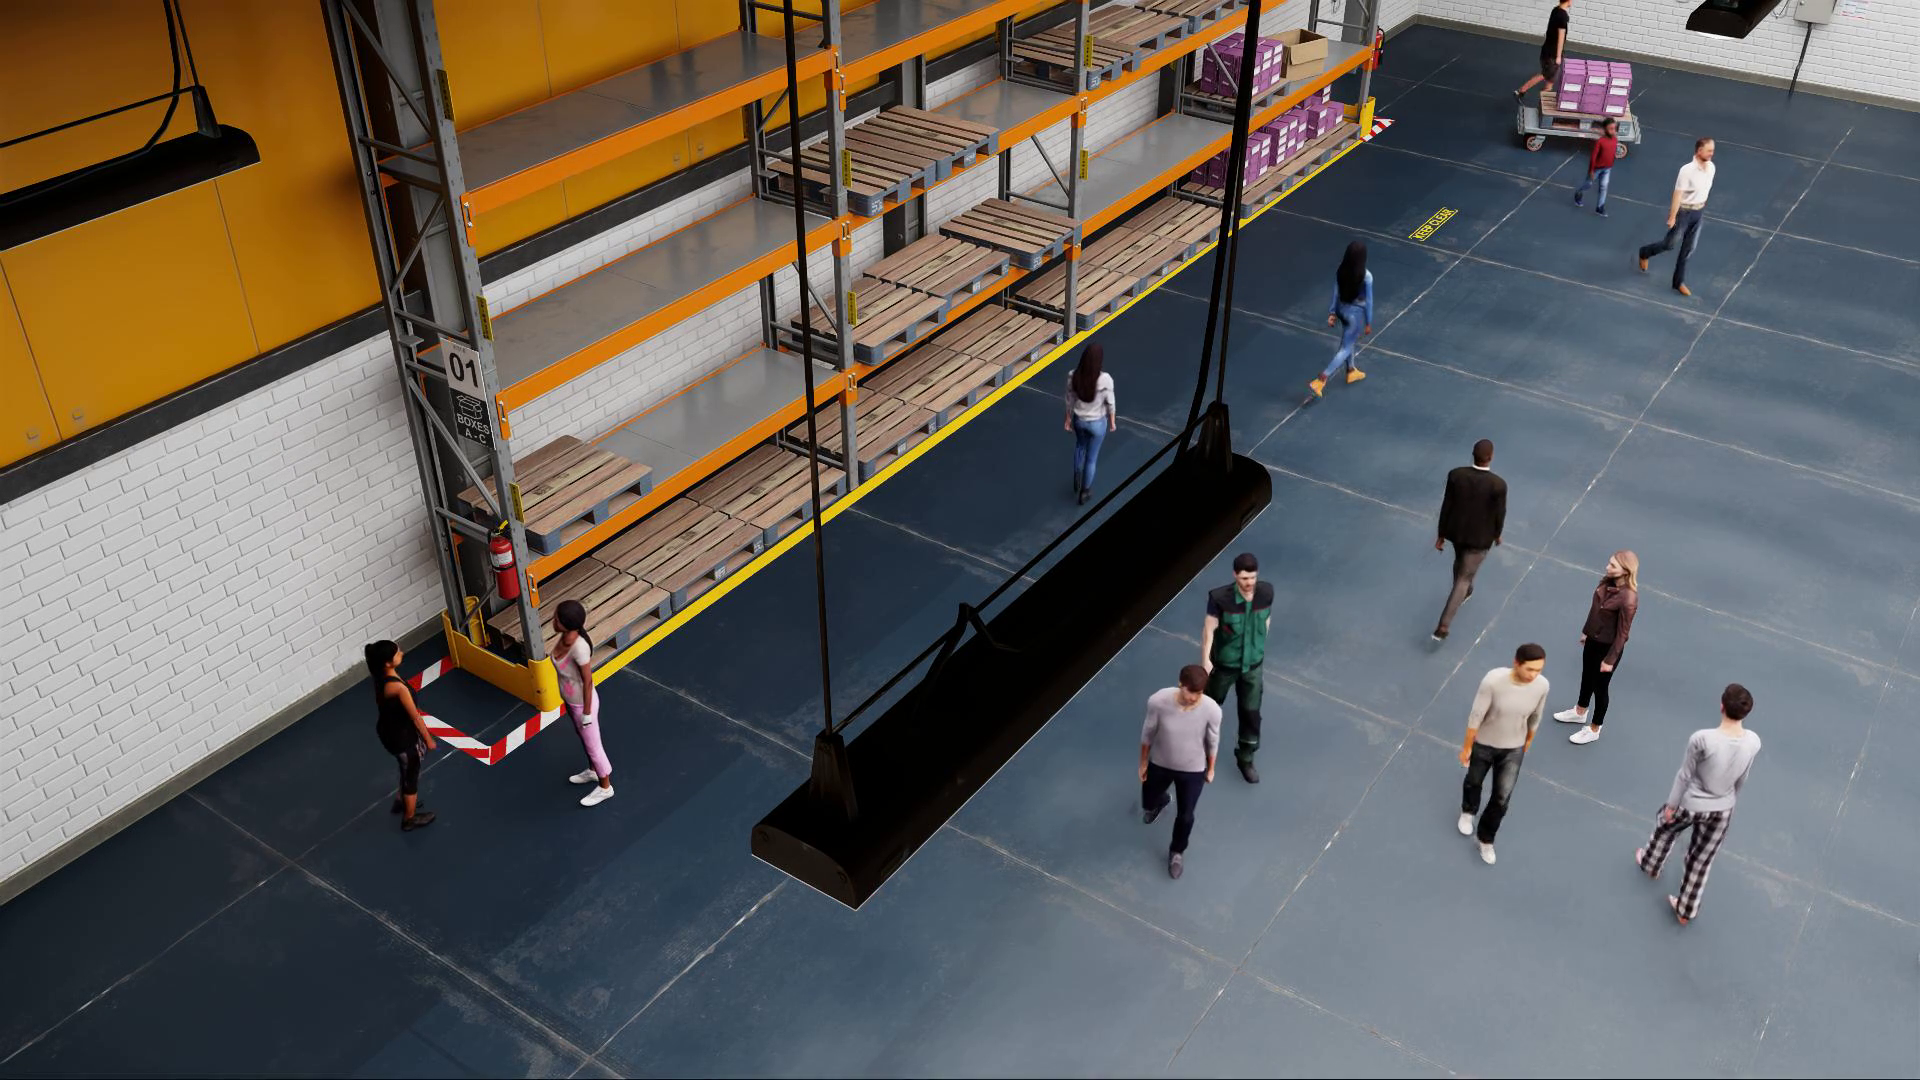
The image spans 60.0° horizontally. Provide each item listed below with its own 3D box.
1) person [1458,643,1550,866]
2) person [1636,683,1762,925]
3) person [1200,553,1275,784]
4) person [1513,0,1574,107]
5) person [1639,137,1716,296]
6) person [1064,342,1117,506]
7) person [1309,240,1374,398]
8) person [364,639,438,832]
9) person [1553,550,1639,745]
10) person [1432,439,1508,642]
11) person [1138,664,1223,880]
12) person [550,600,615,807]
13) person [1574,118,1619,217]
[{"bbox_3d":[3.774,1.358,11.716,0.858,1.777,0.950,8,34,12],"label":"person"},{"bbox_3d":[4.948,1.804,11.000,0.947,1.826,1.065,2,34,2],"label":"person"},{"bbox_3d":[2.015,0.836,12.423,1.226,1.864,1.240,-9,35,-13],"label":"person"},{"bbox_3d":[8.647,-7.198,24.529,1.035,1.843,1.035,1,34,1],"label":"person"},{"bbox_3d":[8.455,-3.859,19.512,1.154,1.834,1.109,-12,36,-18],"label":"person"},{"bbox_3d":[1.180,-1.039,15.468,0.652,1.615,0.637,15,36,21],"label":"person"},{"bbox_3d":[3.989,-2.256,17.245,1.240,1.676,0.861,-22,40,-30],"label":"person"},{"bbox_3d":[-4.026,1.406,11.757,0.672,1.651,0.658,-23,40,-31],"label":"person"},{"bbox_3d":[4.897,0.790,12.635,0.728,1.705,0.657,-4,34,-6],"label":"person"},{"bbox_3d":[4.180,0.033,13.727,0.695,1.757,1.228,23,40,31],"label":"person"},{"bbox_3d":[1.512,1.499,11.466,0.823,1.818,0.967,12,35,17],"label":"person"},{"bbox_3d":[-2.745,1.160,12.045,0.655,1.742,0.656,-16,37,-23],"label":"person"},{"bbox_3d":[8.273,-4.872,21.564,0.851,1.250,0.875,-9,35,-13],"label":"person"}]
